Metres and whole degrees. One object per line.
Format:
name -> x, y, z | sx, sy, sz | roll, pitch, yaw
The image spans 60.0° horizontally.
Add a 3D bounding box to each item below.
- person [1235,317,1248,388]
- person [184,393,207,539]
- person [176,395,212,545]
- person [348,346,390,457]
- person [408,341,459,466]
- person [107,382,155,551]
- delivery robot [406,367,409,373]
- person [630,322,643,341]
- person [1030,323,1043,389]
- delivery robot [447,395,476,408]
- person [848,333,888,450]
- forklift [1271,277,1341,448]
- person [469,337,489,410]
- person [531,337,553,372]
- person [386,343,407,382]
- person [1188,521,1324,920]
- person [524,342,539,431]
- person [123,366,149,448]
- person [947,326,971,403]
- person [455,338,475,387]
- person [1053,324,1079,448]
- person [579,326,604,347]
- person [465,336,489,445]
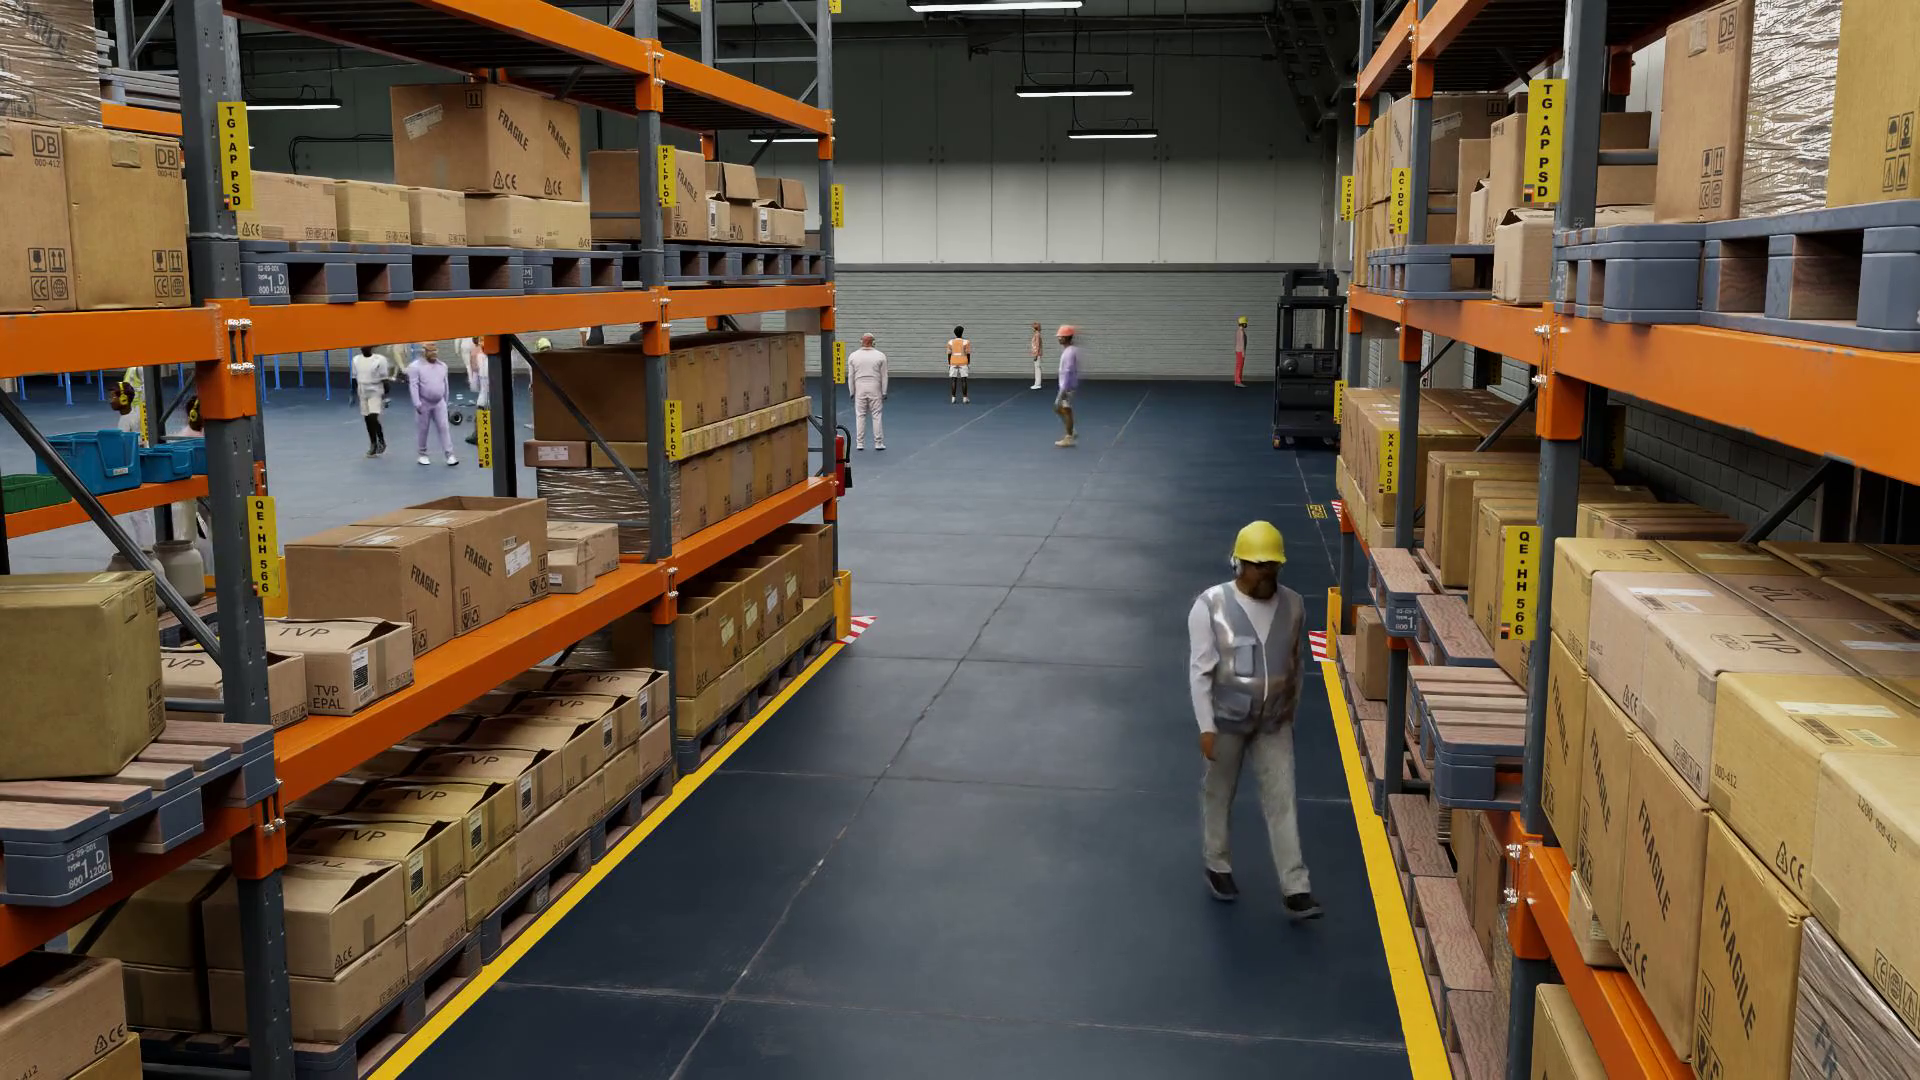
person -> 7.077, -4.717, 41.753 | 0.311, 1.768, 0.531 | 0, 9, -3
person -> -8.122, -0.933, 18.060 | 0.636, 1.882, 0.750 | 3, 10, 20
person -> -6.723, -0.380, 14.837 | 0.808, 1.826, 0.555 | 0, 9, -1
person -> -9.270, -2.269, 26.086 | 0.618, 1.948, 0.457 | 3, 10, 19
person -> -7.915, -2.041, 24.960 | 0.644, 1.863, 0.869 | -7, 12, -39
person -> -7.993, -0.597, 16.052 | 0.311, 1.861, 0.533 | -8, 12, -39
delivery robot -> -14.062, -4.378, 43.233 | 0.707, 0.478, 0.477 | 6, 11, 35
person -> -6.590, -3.690, 34.716 | 0.614, 1.993, 0.395 | -4, 10, -24
person -> 1.898, -4.556, 41.156 | 0.309, 1.638, 0.513 | 0, 9, 1
delivery robot -> -9.607, -2.673, 31.906 | 0.335, 0.223, 0.698 | 7, 11, 39
person -> -1.498, -2.420, 27.158 | 0.642, 1.909, 0.399 | 1, 9, 4
forklift -> 5.847, -3.016, 27.970 | 1.129, 2.768, 1.873 | 1, 9, 9
person -> -9.652, -3.371, 33.504 | 0.535, 1.757, 0.434 | 4, 10, 23
person -> -6.980, -2.526, 28.159 | 0.604, 1.798, 0.787 | 2, 9, 13
person -> -14.781, -4.943, 43.703 | 0.840, 1.588, 0.500 | 4, 10, 23
person -> 1.338, 0.822, 7.511 | 0.599, 1.797, 0.795 | -2, 9, -12
person -> -7.618, -2.812, 30.353 | 0.540, 1.640, 0.907 | 8, 12, 41
person -> -12.470, -2.083, 25.288 | 0.430, 1.841, 0.624 | -7, 11, -36
person -> -0.020, -3.884, 36.826 | 0.532, 1.697, 0.320 | 2, 9, 11
person -> -12.357, -4.771, 41.773 | 0.632, 1.884, 1.033 | -7, 11, -35
person -> 1.746, -2.549, 27.561 | 0.420, 2.032, 0.632 | 0, 9, 3
person -> -9.455, -5.035, 43.004 | 0.538, 2.000, 0.683 | 5, 11, 30
person -> -7.939, -2.551, 28.058 | 0.550, 1.887, 0.957 | 5, 10, 27
